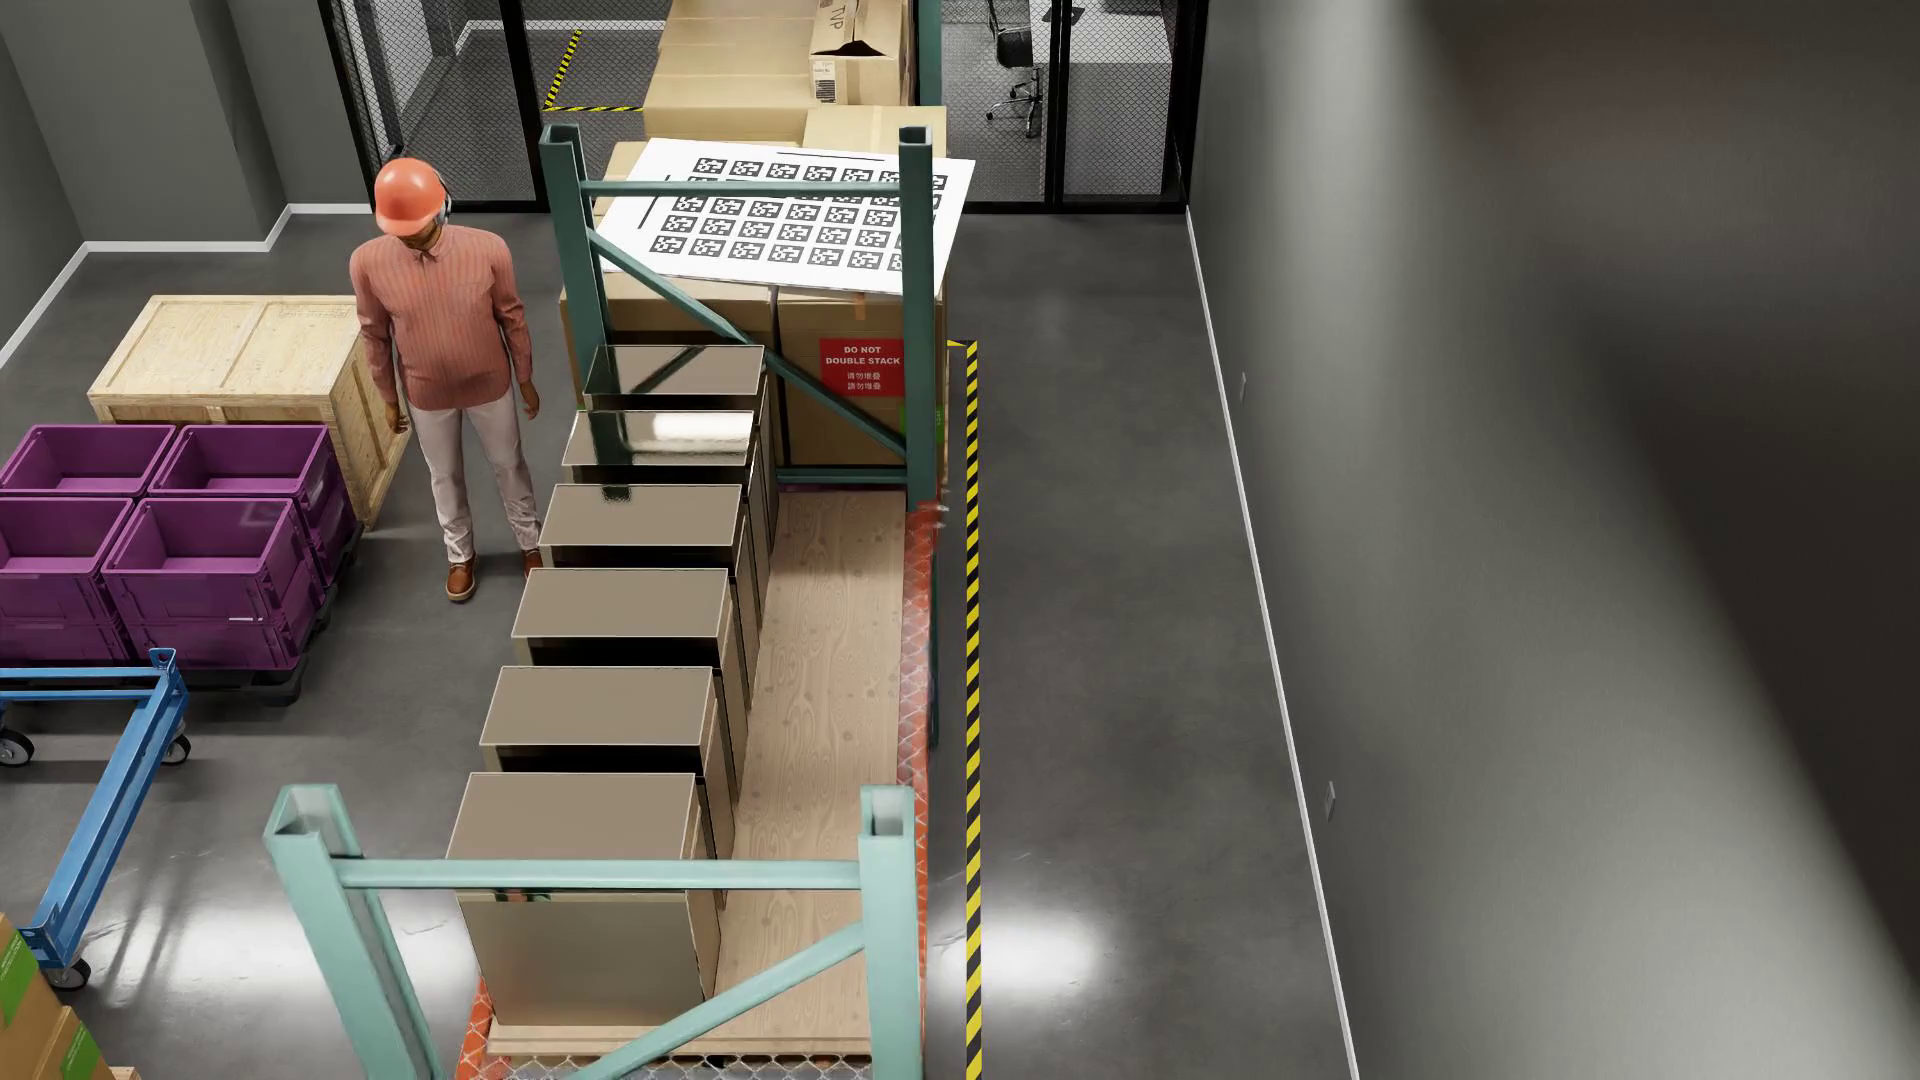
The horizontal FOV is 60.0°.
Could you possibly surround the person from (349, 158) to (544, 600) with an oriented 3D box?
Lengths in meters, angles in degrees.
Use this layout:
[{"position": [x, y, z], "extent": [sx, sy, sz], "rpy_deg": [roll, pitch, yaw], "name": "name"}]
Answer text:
[{"position": [-1.979, -0.609, 6.546], "extent": [0.622, 1.985, 0.388], "rpy_deg": [-10, 42, -11], "name": "person"}]
